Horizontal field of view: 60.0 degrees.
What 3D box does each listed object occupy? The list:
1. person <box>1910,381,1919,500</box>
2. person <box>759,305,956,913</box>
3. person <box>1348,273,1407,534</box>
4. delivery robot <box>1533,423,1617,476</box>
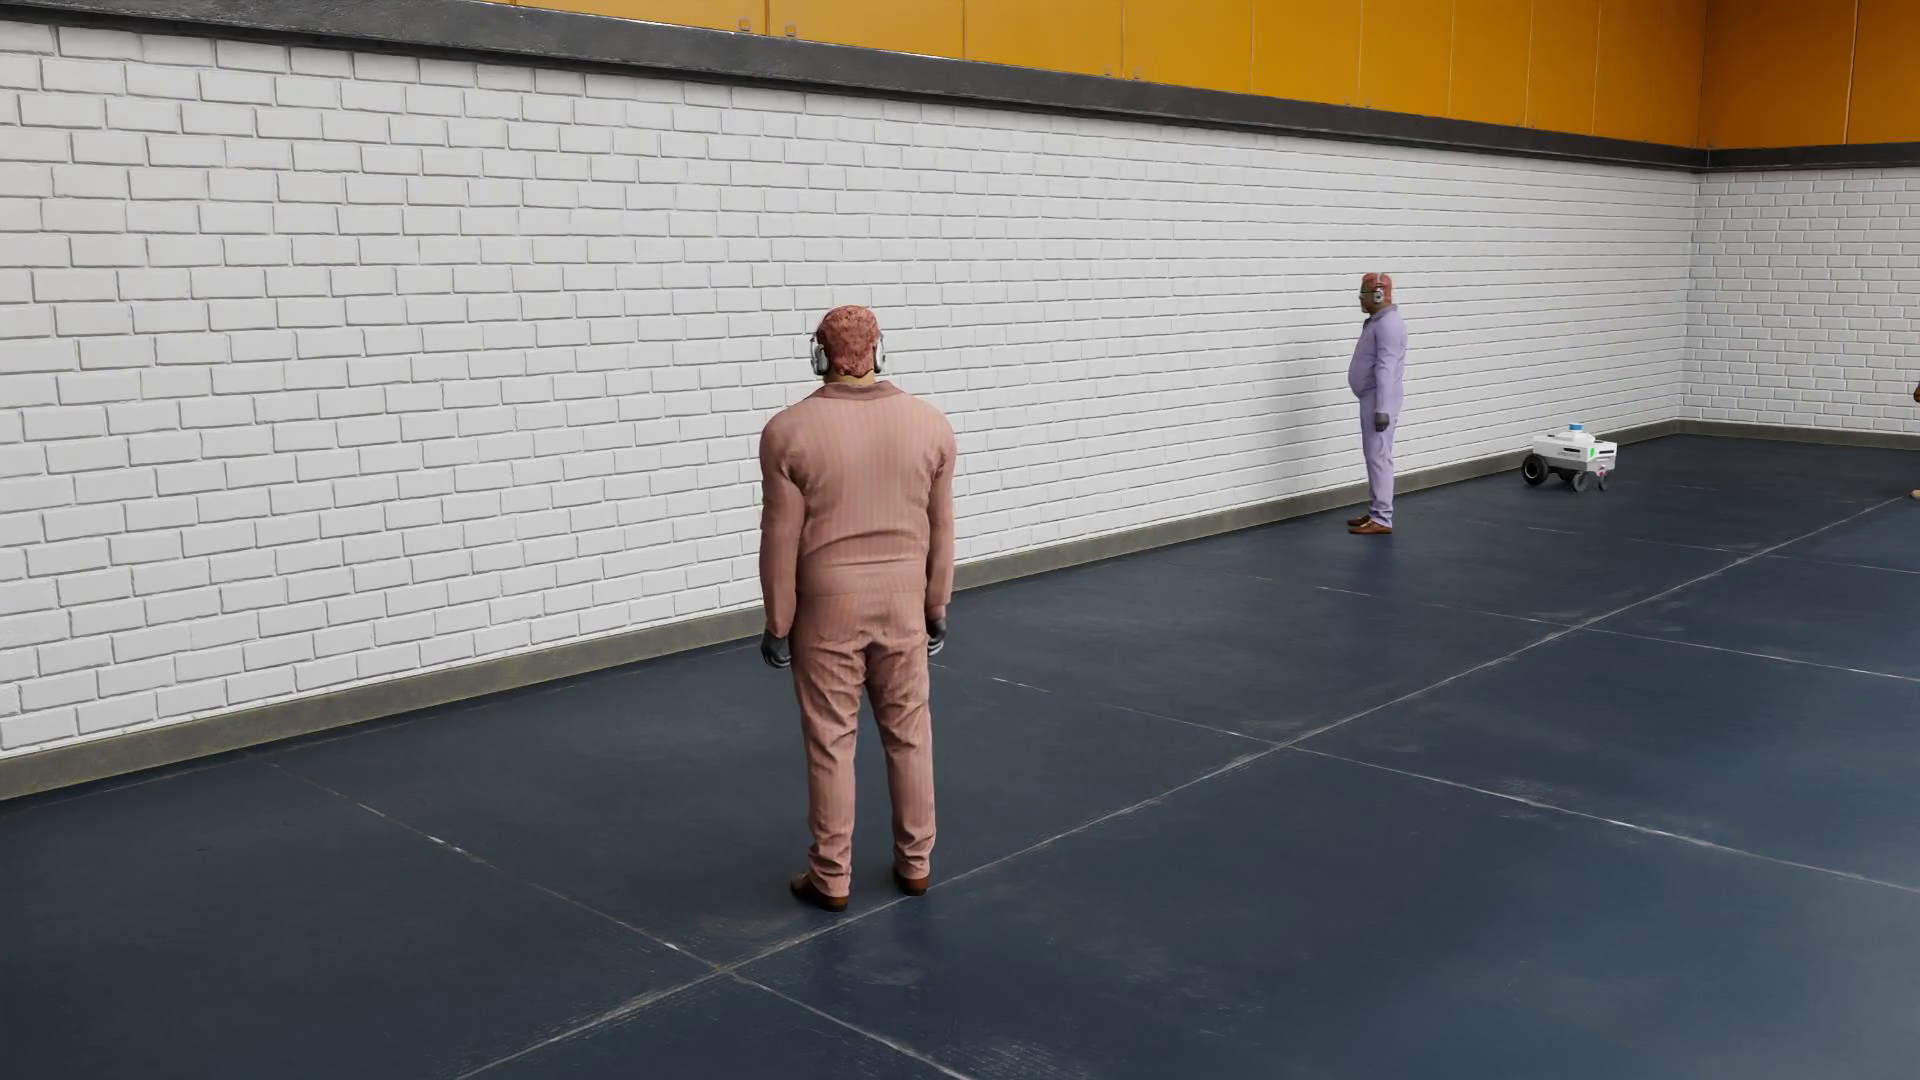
[{"bbox_3d":[8.116,-1.322,13.600,0.605,2.045,0.378,-1,10,-4],"label":"person"},{"bbox_3d":[-0.334,0.217,5.254,0.643,1.900,0.399,-4,11,-23],"label":"person"},{"bbox_3d":[3.030,-0.993,12.158,0.397,1.898,0.650,1,10,6],"label":"person"},{"bbox_3d":[5.337,-0.773,14.444,0.477,0.478,0.707,-5,11,-27],"label":"delivery robot"}]
